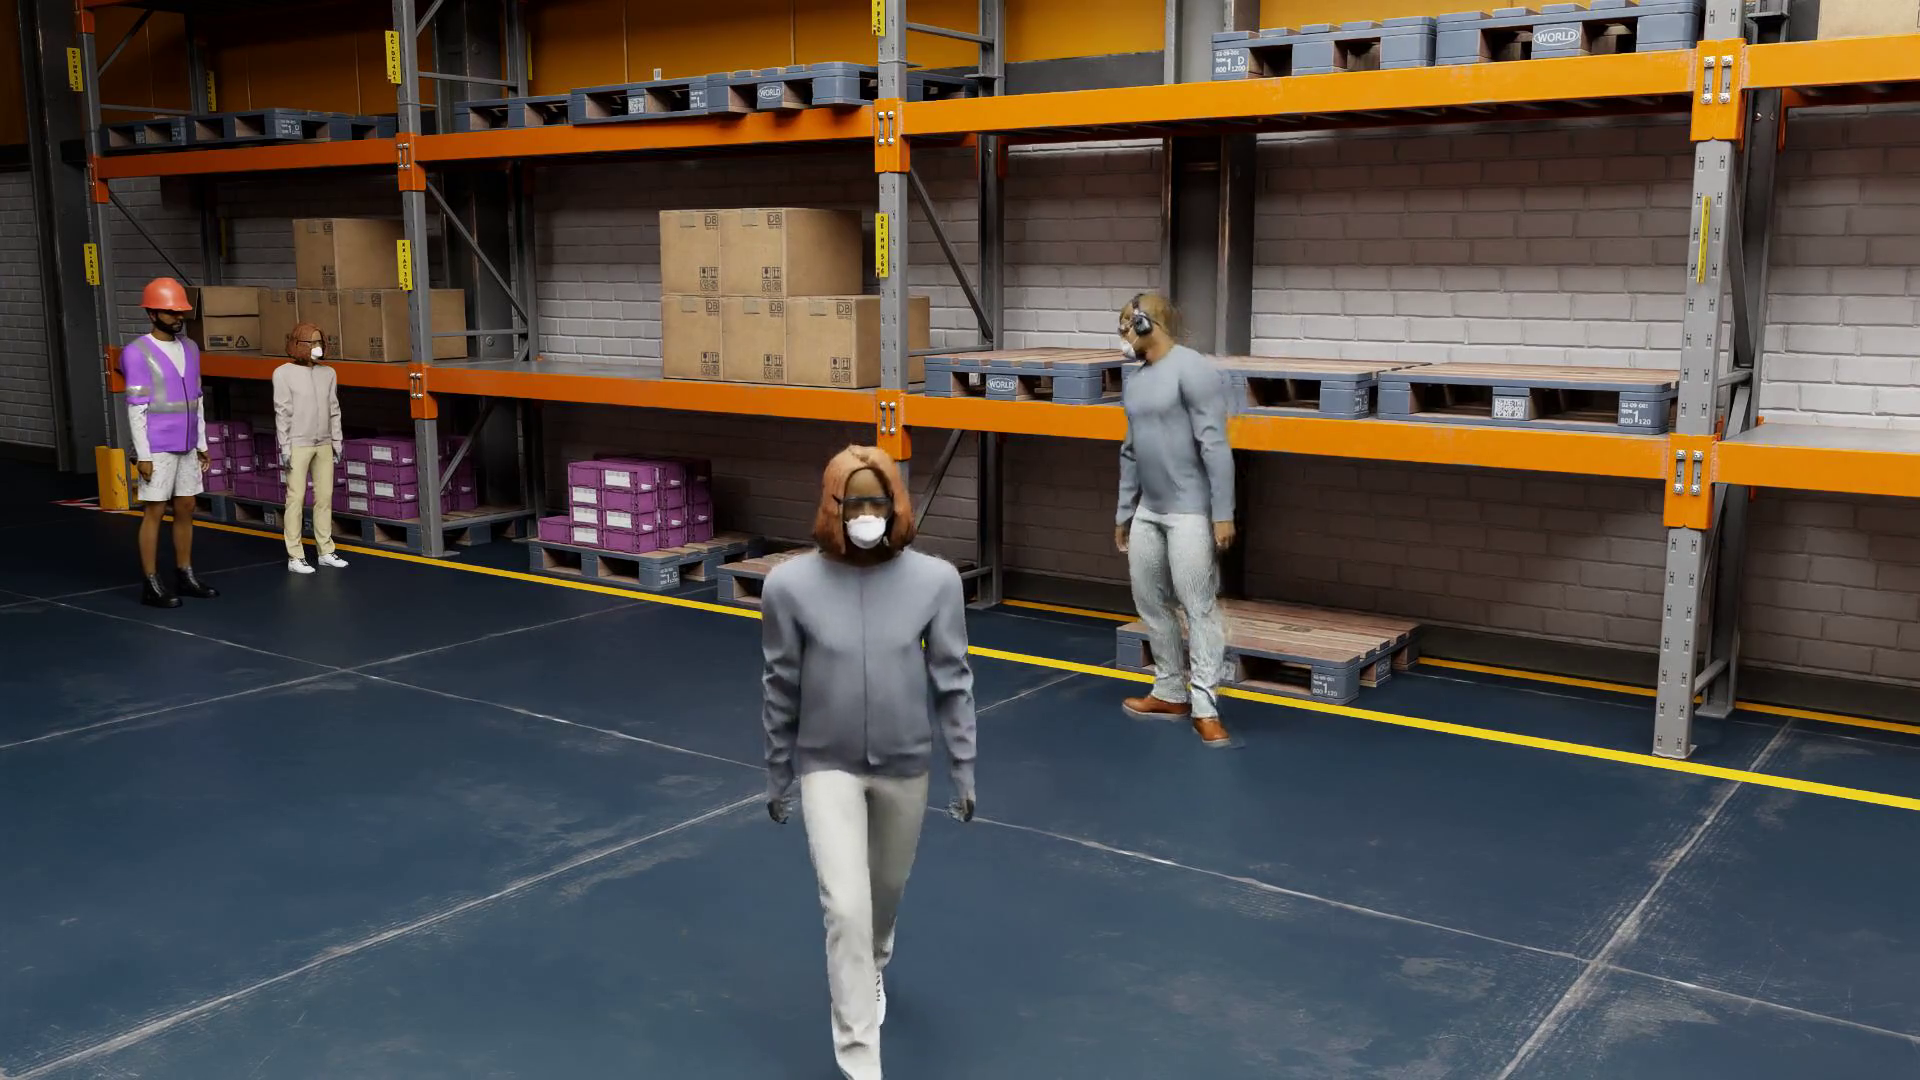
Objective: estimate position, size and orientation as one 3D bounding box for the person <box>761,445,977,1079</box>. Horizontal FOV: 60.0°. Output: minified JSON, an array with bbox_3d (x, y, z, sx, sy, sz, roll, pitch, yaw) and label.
[{"bbox_3d":[-0.229,0.546,4.111,0.510,1.597,0.832,-2,10,-13],"label":"person"}]

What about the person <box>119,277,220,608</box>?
[{"bbox_3d":[-4.615,-0.565,9.761,0.406,1.930,0.547,3,10,18],"label":"person"}]

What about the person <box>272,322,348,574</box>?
[{"bbox_3d":[-4.241,-0.601,10.854,0.277,1.629,0.497,5,11,29],"label":"person"}]

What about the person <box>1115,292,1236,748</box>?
[{"bbox_3d":[0.932,-0.090,7.059,0.371,1.898,0.764,-5,11,-27],"label":"person"}]
